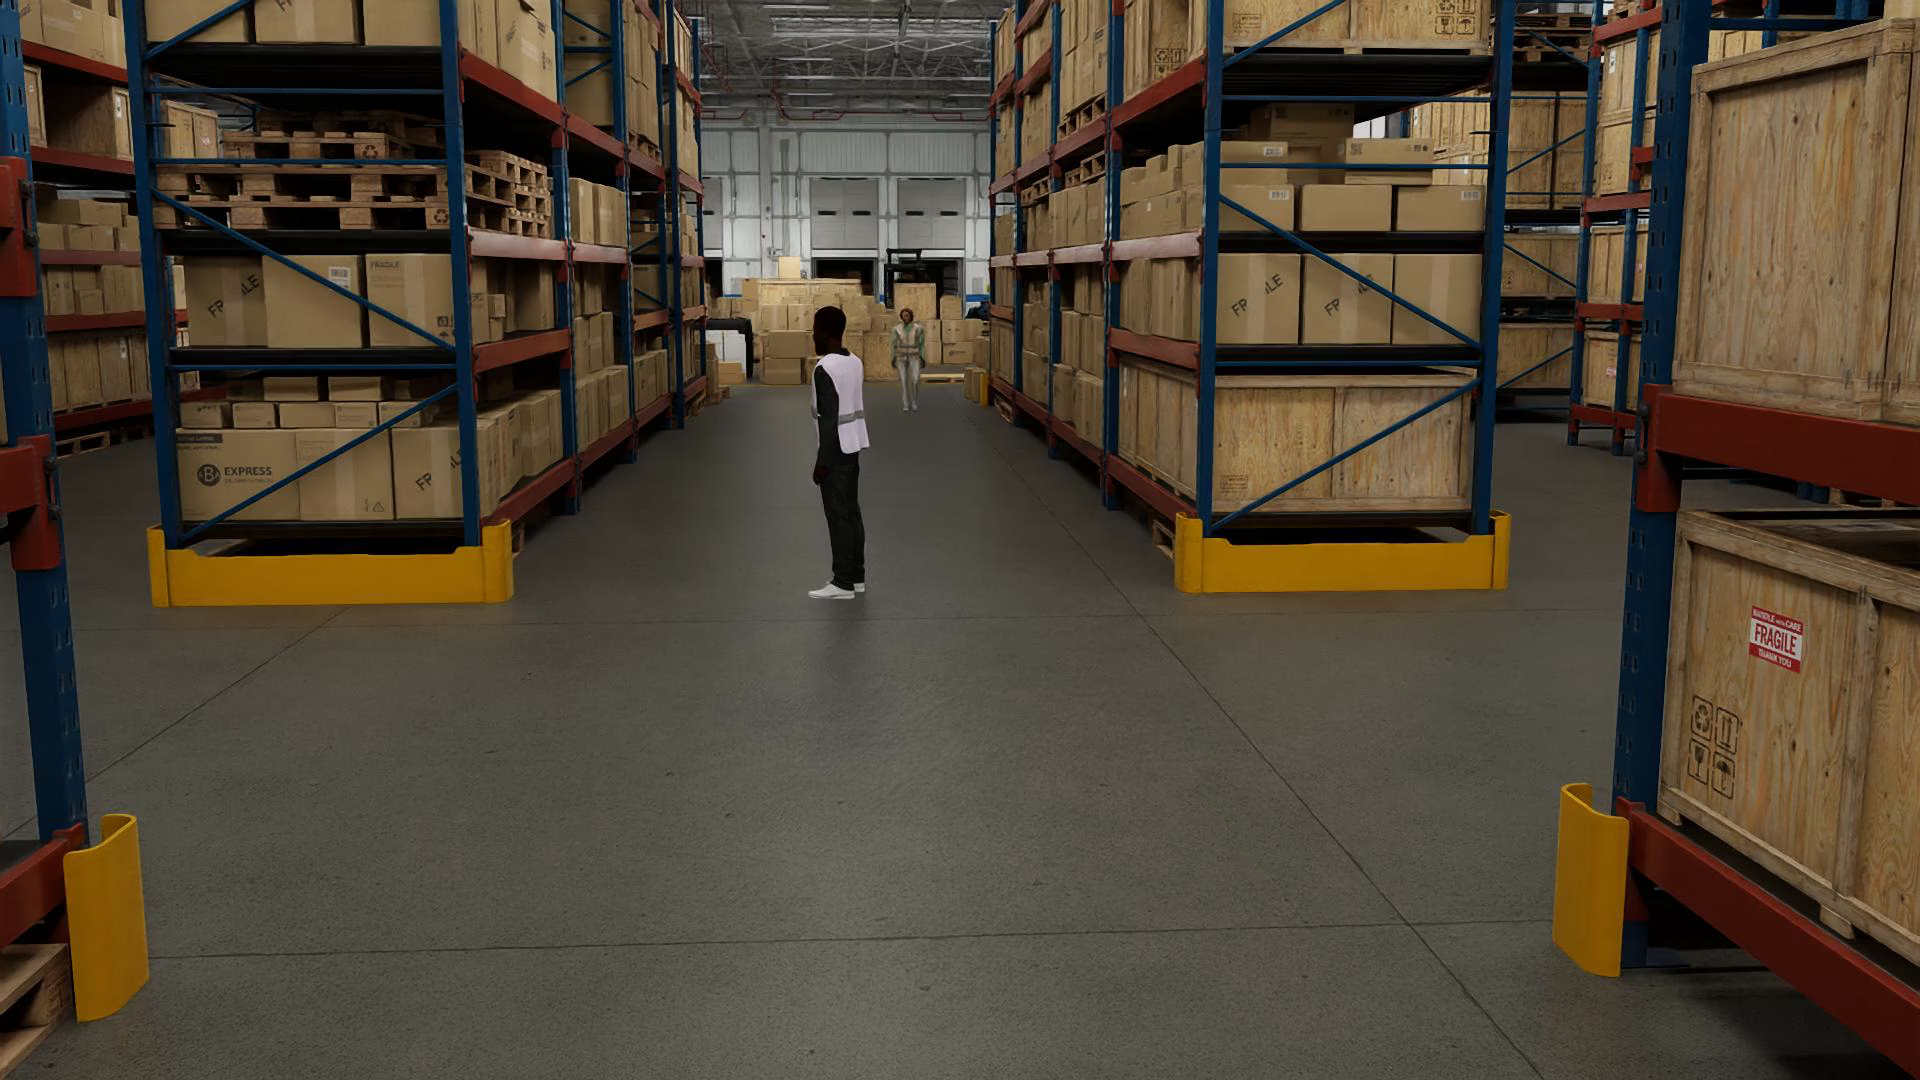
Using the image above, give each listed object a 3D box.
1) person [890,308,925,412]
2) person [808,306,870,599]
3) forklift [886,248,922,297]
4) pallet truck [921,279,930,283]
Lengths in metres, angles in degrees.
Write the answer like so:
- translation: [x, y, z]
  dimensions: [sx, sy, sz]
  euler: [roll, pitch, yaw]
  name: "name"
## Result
- translation: [-0.812, -2.769, 25.683]
  dimensions: [0.543, 1.611, 0.672]
  euler: [0, 9, 3]
  name: "person"
- translation: [-0.793, -0.569, 10.918]
  dimensions: [0.372, 1.916, 0.597]
  euler: [3, 9, 16]
  name: "person"
- translation: [-1.481, -6.339, 44.133]
  dimensions: [1.129, 2.768, 1.873]
  euler: [-1, 9, -4]
  name: "forklift"
- translation: [-0.932, -8.922, 63.114]
  dimensions: [1.885, 1.965, 0.823]
  euler: [2, 9, 13]
  name: "pallet truck"
